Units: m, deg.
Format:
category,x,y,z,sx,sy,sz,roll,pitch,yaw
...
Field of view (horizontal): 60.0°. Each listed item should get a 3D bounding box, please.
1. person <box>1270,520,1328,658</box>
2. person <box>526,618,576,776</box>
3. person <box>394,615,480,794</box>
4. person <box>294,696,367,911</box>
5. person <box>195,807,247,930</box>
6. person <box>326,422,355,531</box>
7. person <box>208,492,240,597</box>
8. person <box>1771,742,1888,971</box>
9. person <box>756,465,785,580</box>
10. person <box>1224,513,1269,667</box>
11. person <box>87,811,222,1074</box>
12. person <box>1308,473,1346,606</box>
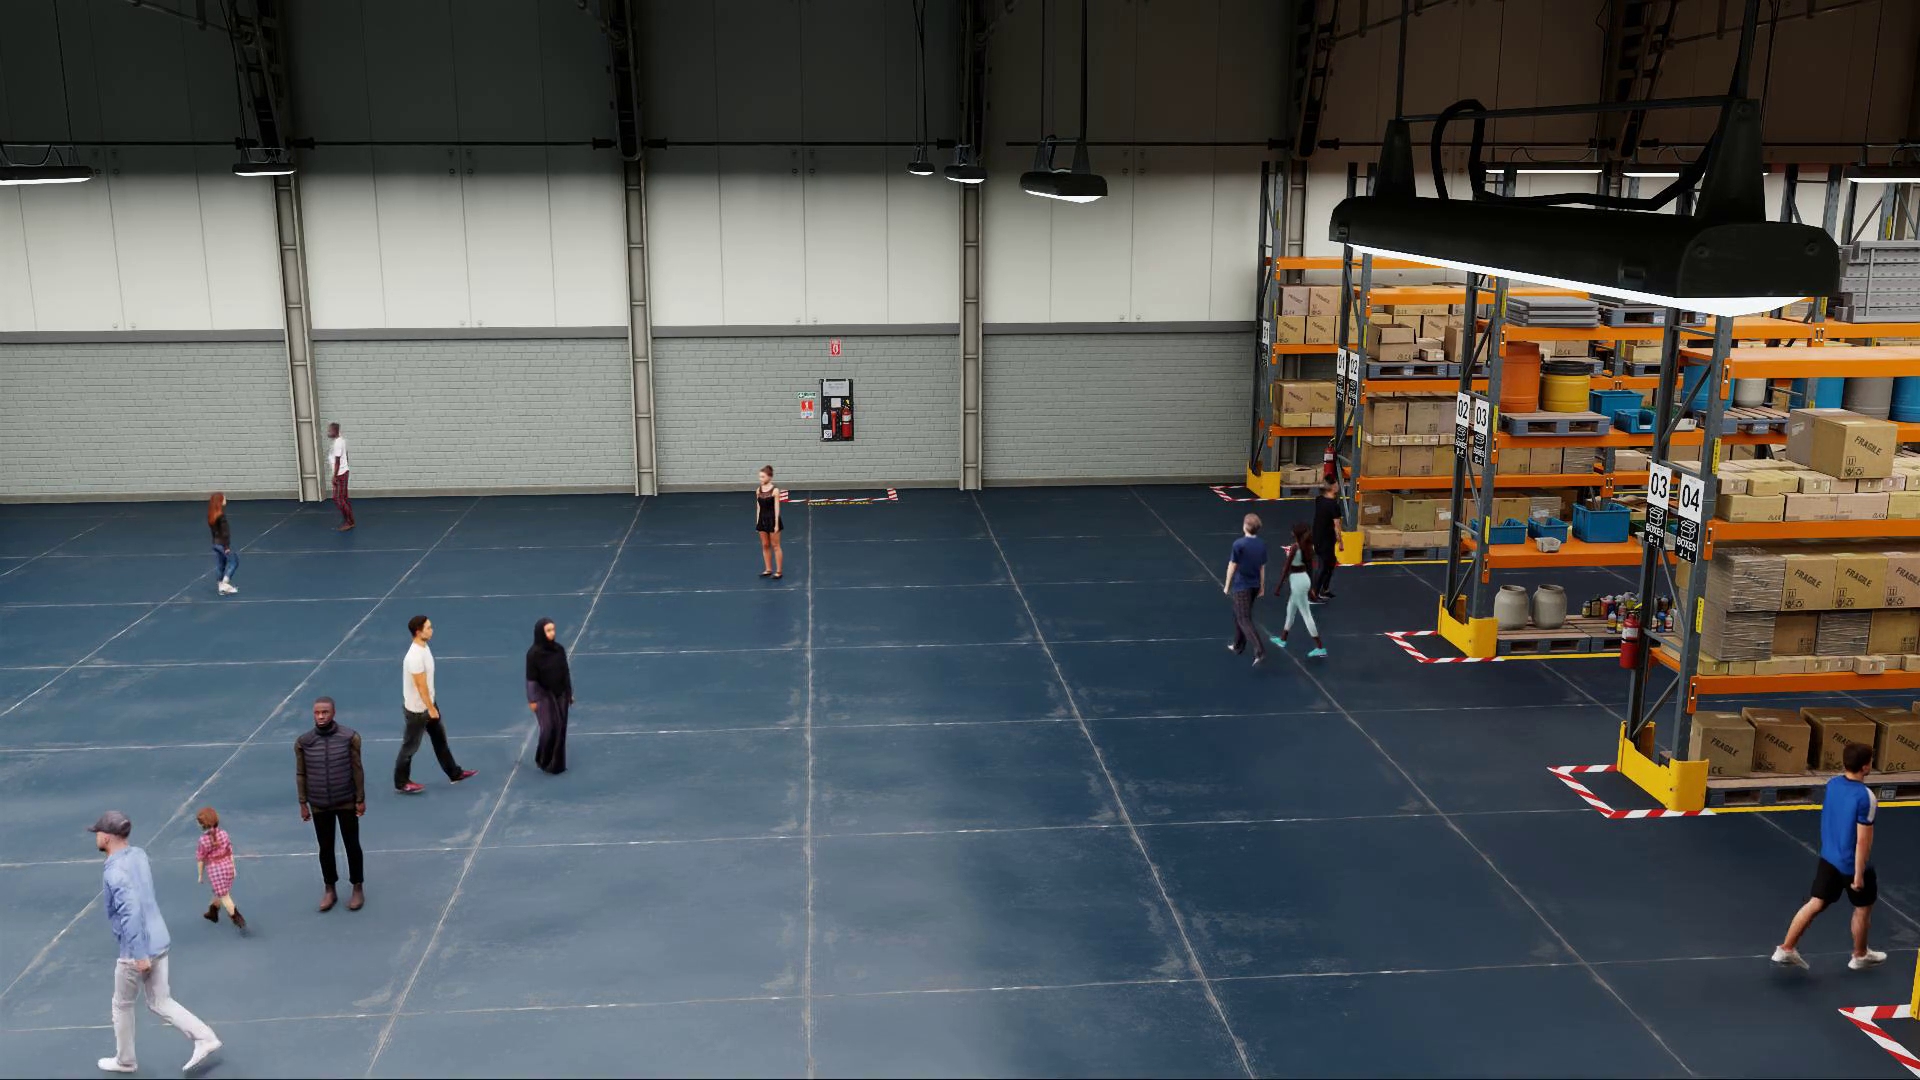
category,x,y,z,sx,sy,sz,roll,pitch,yaw
person,4.267,0.635,20.579,1.102,1.686,1.101,-13,18,-43
person,-4.182,1.549,16.797,0.884,1.610,0.825,11,17,38
person,-5.342,1.620,16.135,0.992,1.771,0.635,-1,13,-4
person,-5.145,2.151,13.695,0.536,1.836,0.758,-2,13,-11
person,-5.931,2.664,13.357,0.810,0.991,0.714,9,16,35
person,-10.324,-1.076,27.699,0.631,1.807,0.770,-1,13,-6
person,-10.490,0.067,23.495,0.674,1.476,0.737,11,17,38
person,6.576,2.425,12.531,1.272,1.828,0.838,-4,14,-16
person,-2.800,-0.269,24.492,0.672,1.680,0.751,8,15,31
person,3.535,0.632,20.267,1.201,1.832,1.047,-7,15,-29
person,-5.422,2.734,11.170,1.037,1.841,0.705,-1,13,-6
person,4.984,-0.012,23.013,0.769,1.848,0.754,-3,13,-14
